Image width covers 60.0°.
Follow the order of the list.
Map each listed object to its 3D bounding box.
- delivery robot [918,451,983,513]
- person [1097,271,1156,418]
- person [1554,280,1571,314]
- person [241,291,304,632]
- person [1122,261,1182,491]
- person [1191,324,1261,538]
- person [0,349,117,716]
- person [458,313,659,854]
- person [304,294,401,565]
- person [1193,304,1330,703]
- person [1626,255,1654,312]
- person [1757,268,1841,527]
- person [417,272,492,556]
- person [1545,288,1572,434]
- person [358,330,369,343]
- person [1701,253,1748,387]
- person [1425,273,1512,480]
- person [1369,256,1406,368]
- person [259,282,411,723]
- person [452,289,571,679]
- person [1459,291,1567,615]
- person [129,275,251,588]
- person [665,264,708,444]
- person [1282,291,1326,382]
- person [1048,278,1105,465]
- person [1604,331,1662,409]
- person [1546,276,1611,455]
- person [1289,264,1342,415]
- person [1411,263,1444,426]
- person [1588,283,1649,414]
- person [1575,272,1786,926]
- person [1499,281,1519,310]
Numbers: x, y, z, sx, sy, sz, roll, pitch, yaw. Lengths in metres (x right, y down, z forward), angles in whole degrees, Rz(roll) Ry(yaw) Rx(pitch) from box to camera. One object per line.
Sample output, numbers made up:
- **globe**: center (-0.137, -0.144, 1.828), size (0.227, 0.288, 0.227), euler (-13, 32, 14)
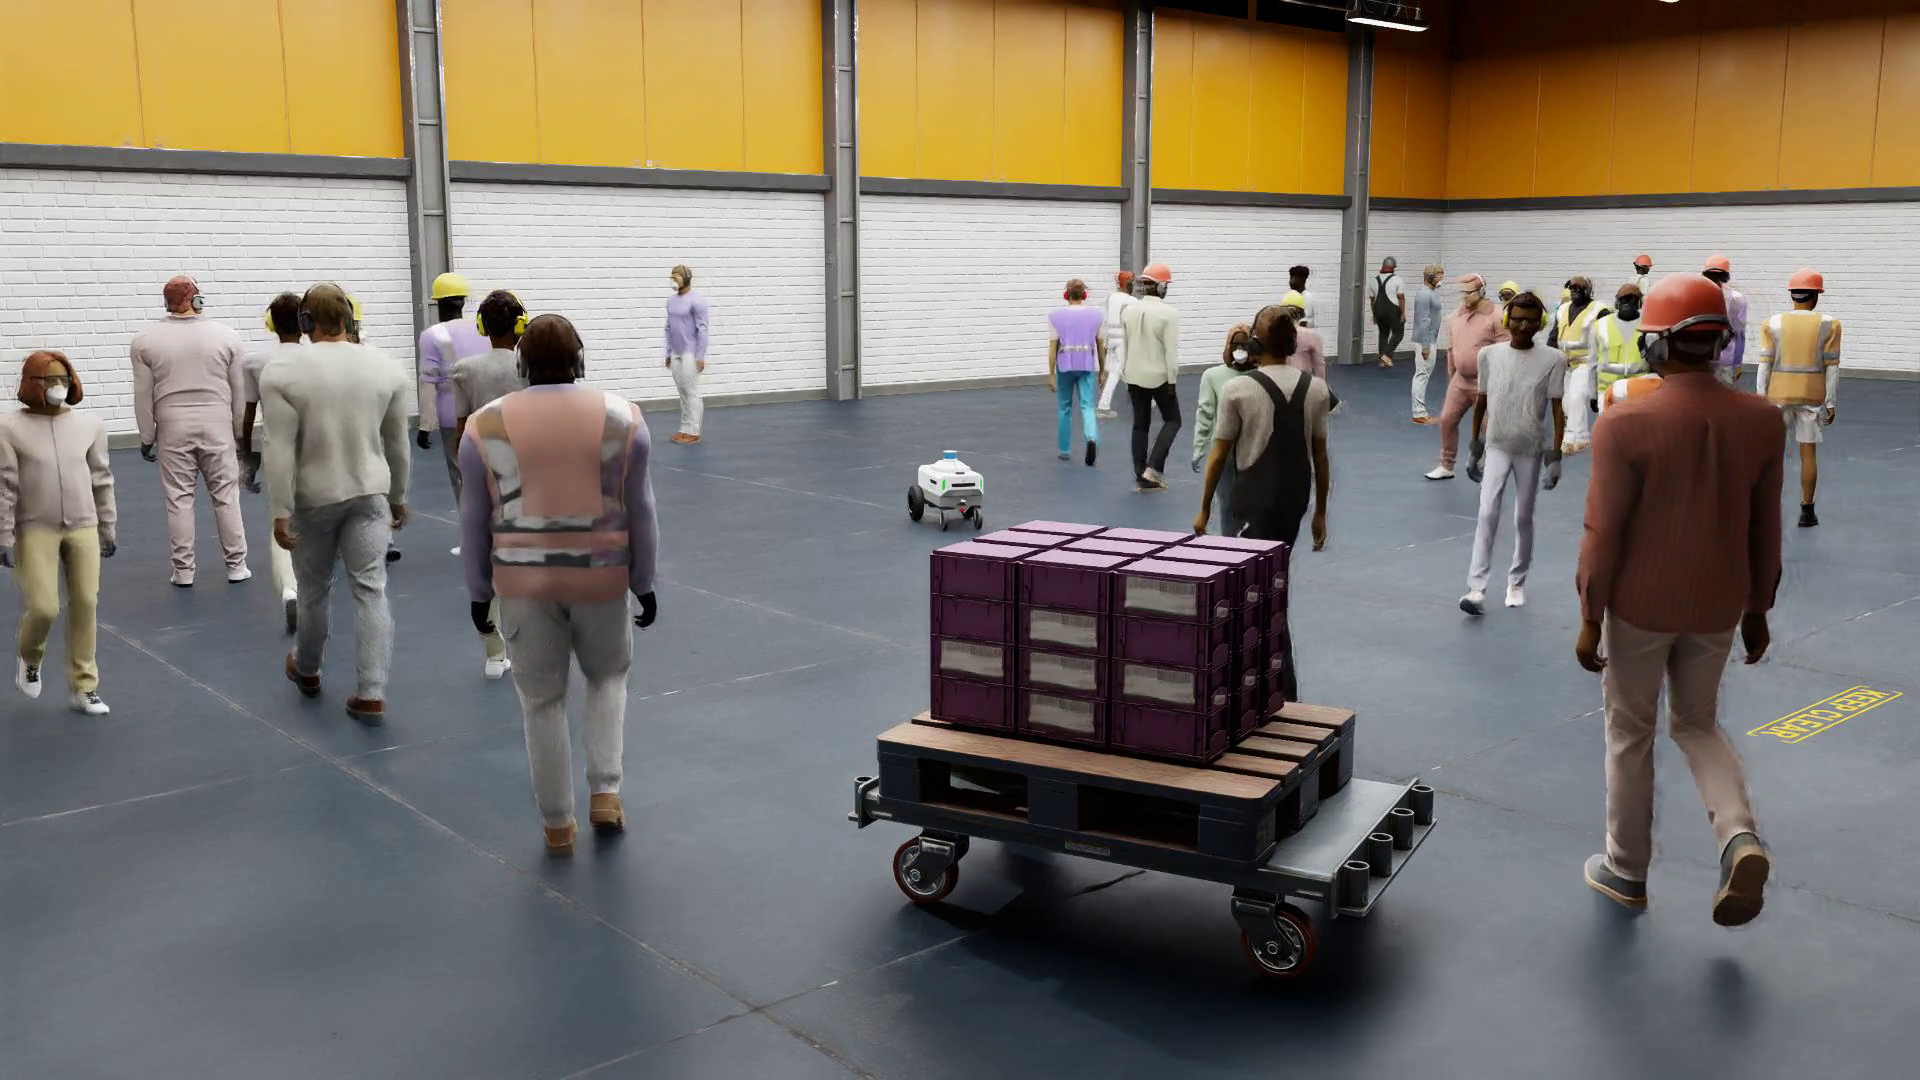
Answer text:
- **delivery robot**: center (-0.073, -0.431, 12.531), size (0.477, 0.478, 0.707), euler (-3, 10, -16)
- **person**: center (2.113, -2.461, 20.947), size (0.999, 1.826, 0.606), euler (-6, 11, -30)
- **person**: center (8.967, -2.980, 24.430), size (0.546, 1.680, 0.372), euler (1, 10, 3)
- **person**: center (-3.663, -0.438, 9.110), size (0.524, 1.841, 0.867), euler (-3, 10, -19)
- **person**: center (1.651, -1.386, 14.255), size (0.616, 1.979, 0.431), euler (9, 13, 41)
- **person**: center (1.686, -0.507, 10.183), size (0.515, 1.610, 0.705), euler (3, 10, 19)
- **person**: center (-3.986, -0.033, 7.333), size (0.435, 1.621, 0.514), euler (8, 12, 39)
- **person**: center (-1.362, 0.149, 5.678), size (0.652, 1.829, 0.521), euler (-3, 10, -15)
- **person**: center (-4.030, -0.717, 10.926), size (0.596, 1.777, 0.968), euler (-8, 13, -39)
- **person**: center (1.333, -0.144, 7.471), size (0.538, 1.799, 0.933), euler (-3, 10, -17)
- **person**: center (11.772, -3.910, 28.826), size (0.383, 2.041, 0.615), euler (-2, 10, -9)
- **person**: center (6.273, -1.065, 12.481), size (0.552, 1.933, 0.364), euler (5, 11, 27)
- **person**: center (-3.353, -0.825, 11.144), size (0.431, 1.909, 0.596), euler (6, 11, 32)
- **person**: center (6.852, -2.029, 18.837), size (0.529, 1.697, 0.872), euler (7, 12, 35)
- **person**: center (-5.495, -1.326, 14.882), size (0.312, 1.638, 0.512), euler (8, 13, 39)
- **person**: center (7.309, -1.756, 16.214), size (0.608, 2.045, 0.392), euler (4, 10, 21)
- **person**: center (4.563, -1.408, 14.676), size (0.438, 1.880, 0.673), euler (-7, 12, -37)
- **person**: center (7.782, -4.137, 30.158), size (0.573, 2.000, 0.696), euler (-8, 12, -39)
- **person**: center (-2.789, -0.185, 7.420), size (0.653, 1.897, 0.972), euler (-6, 12, -33)
- **person**: center (-2.146, -0.257, 7.956), size (0.512, 1.868, 0.329), euler (1, 10, 4)
- **person**: center (3.096, -0.468, 9.339), size (0.544, 1.813, 0.941), euler (4, 11, 24)
- **person**: center (-4.701, -0.661, 10.213), size (0.642, 1.905, 0.399), euler (-4, 11, -24)
- **person**: center (-2.960, -2.006, 18.002), size (0.361, 1.940, 0.636), euler (-9, 13, -42)
- **person**: center (2.883, -1.297, 14.467), size (0.525, 1.724, 0.902), euler (5, 11, 28)
- **person**: center (1.146, -1.647, 16.250), size (0.574, 1.820, 0.831), euler (-1, 10, -8)
- **person**: center (3.624, -0.303, 8.735), size (0.538, 1.684, 0.430), euler (5, 11, 25)
- **person**: center (6.225, -1.774, 16.992), size (0.824, 1.811, 0.626), euler (-5, 11, -27)
- **person**: center (4.342, -2.503, 20.946), size (0.968, 1.932, 0.599), euler (-1, 10, -6)
- **person**: center (5.611, -2.343, 19.968), size (0.373, 1.936, 0.629), euler (3, 10, 20)
- **person**: center (5.626, -1.260, 14.027), size (0.633, 1.812, 0.907), euler (4, 10, 22)
- **person**: center (2.158, 0.197, 4.964), size (0.634, 1.978, 0.667), euler (-1, 10, -8)
- **person**: center (6.322, -2.103, 19.147), size (0.553, 1.723, 0.690), euler (6, 11, 31)
